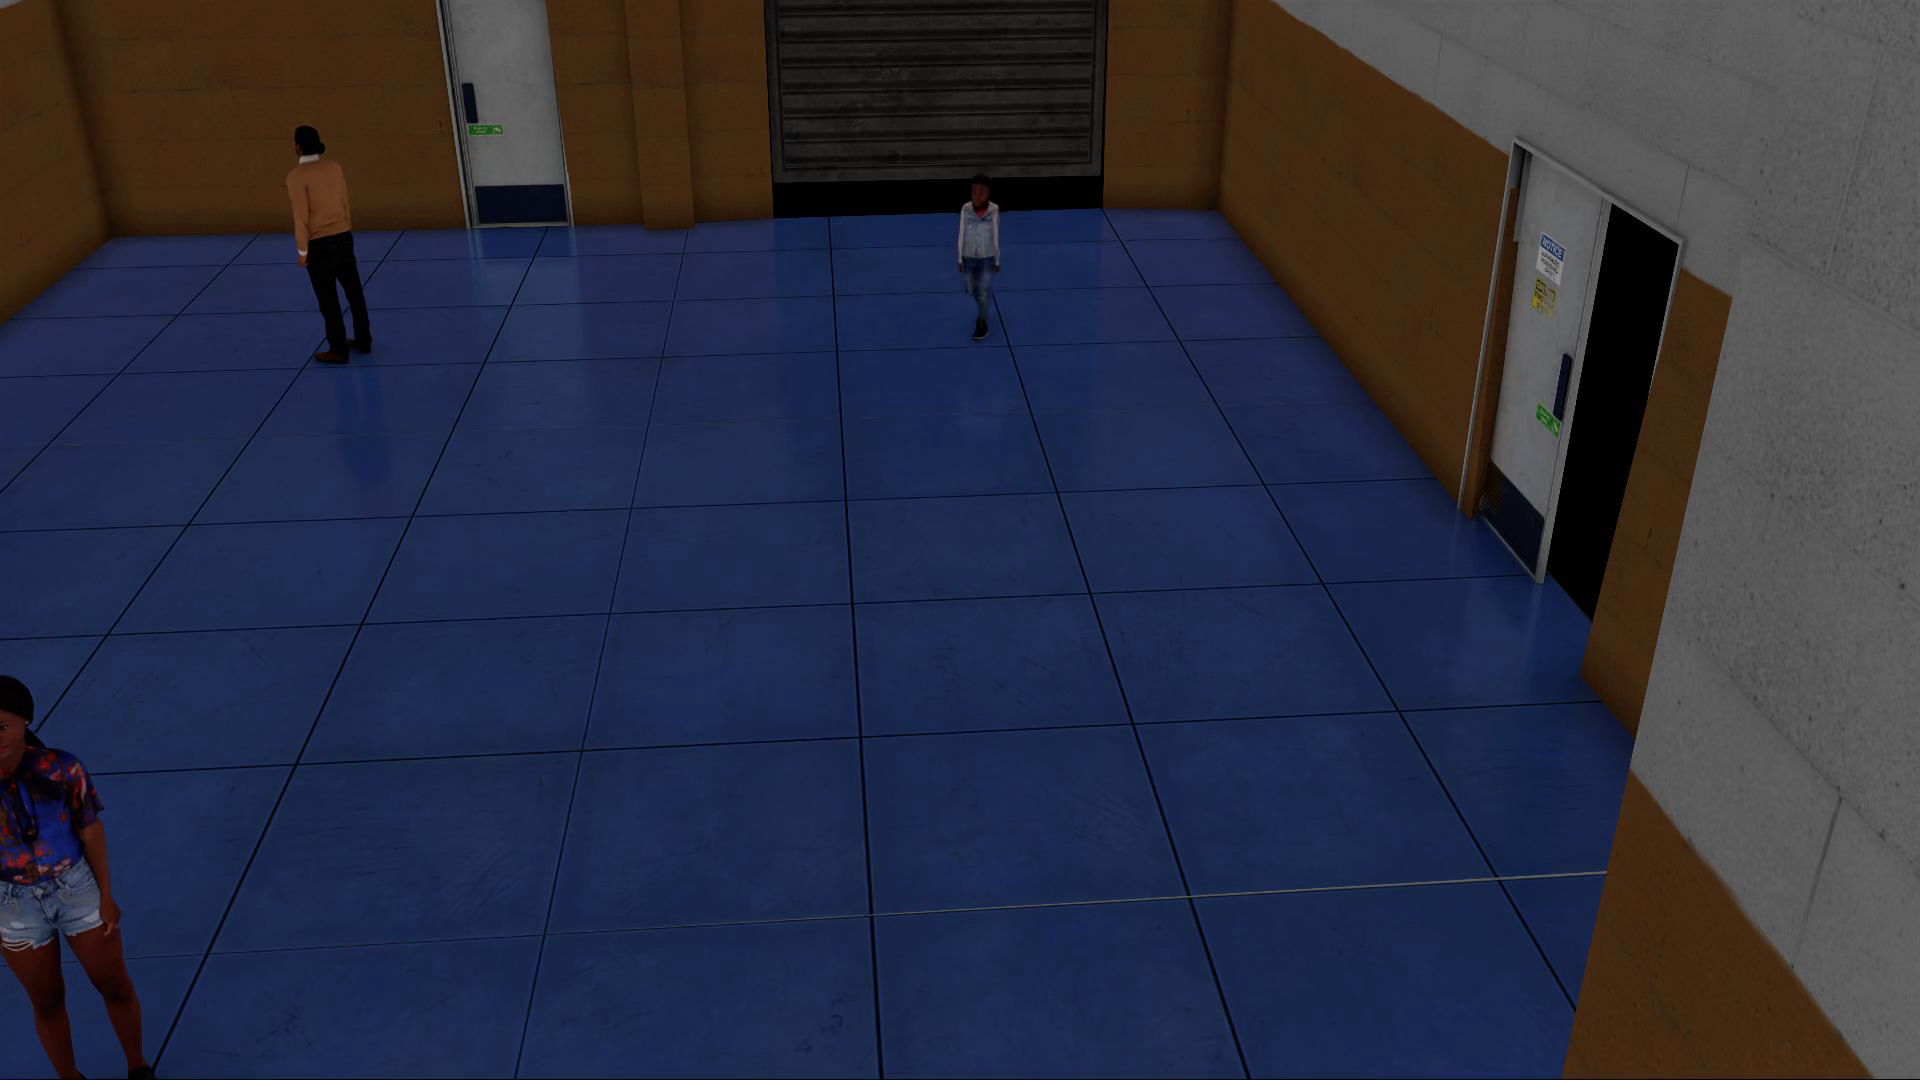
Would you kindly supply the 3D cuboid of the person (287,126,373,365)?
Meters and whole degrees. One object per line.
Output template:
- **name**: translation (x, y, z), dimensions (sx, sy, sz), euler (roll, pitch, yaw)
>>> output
- **person**: translation (-4.669, -2.181, 12.278), dimensions (0.786, 1.754, 0.758), euler (14, 30, 26)

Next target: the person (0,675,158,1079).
- **person**: translation (-3.039, 1.228, 5.577), dimensions (0.555, 1.742, 0.706), euler (-11, 29, -20)

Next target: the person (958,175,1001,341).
- **person**: translation (0.172, -2.232, 12.949), dimensions (0.815, 1.245, 0.731), euler (8, 28, 15)
